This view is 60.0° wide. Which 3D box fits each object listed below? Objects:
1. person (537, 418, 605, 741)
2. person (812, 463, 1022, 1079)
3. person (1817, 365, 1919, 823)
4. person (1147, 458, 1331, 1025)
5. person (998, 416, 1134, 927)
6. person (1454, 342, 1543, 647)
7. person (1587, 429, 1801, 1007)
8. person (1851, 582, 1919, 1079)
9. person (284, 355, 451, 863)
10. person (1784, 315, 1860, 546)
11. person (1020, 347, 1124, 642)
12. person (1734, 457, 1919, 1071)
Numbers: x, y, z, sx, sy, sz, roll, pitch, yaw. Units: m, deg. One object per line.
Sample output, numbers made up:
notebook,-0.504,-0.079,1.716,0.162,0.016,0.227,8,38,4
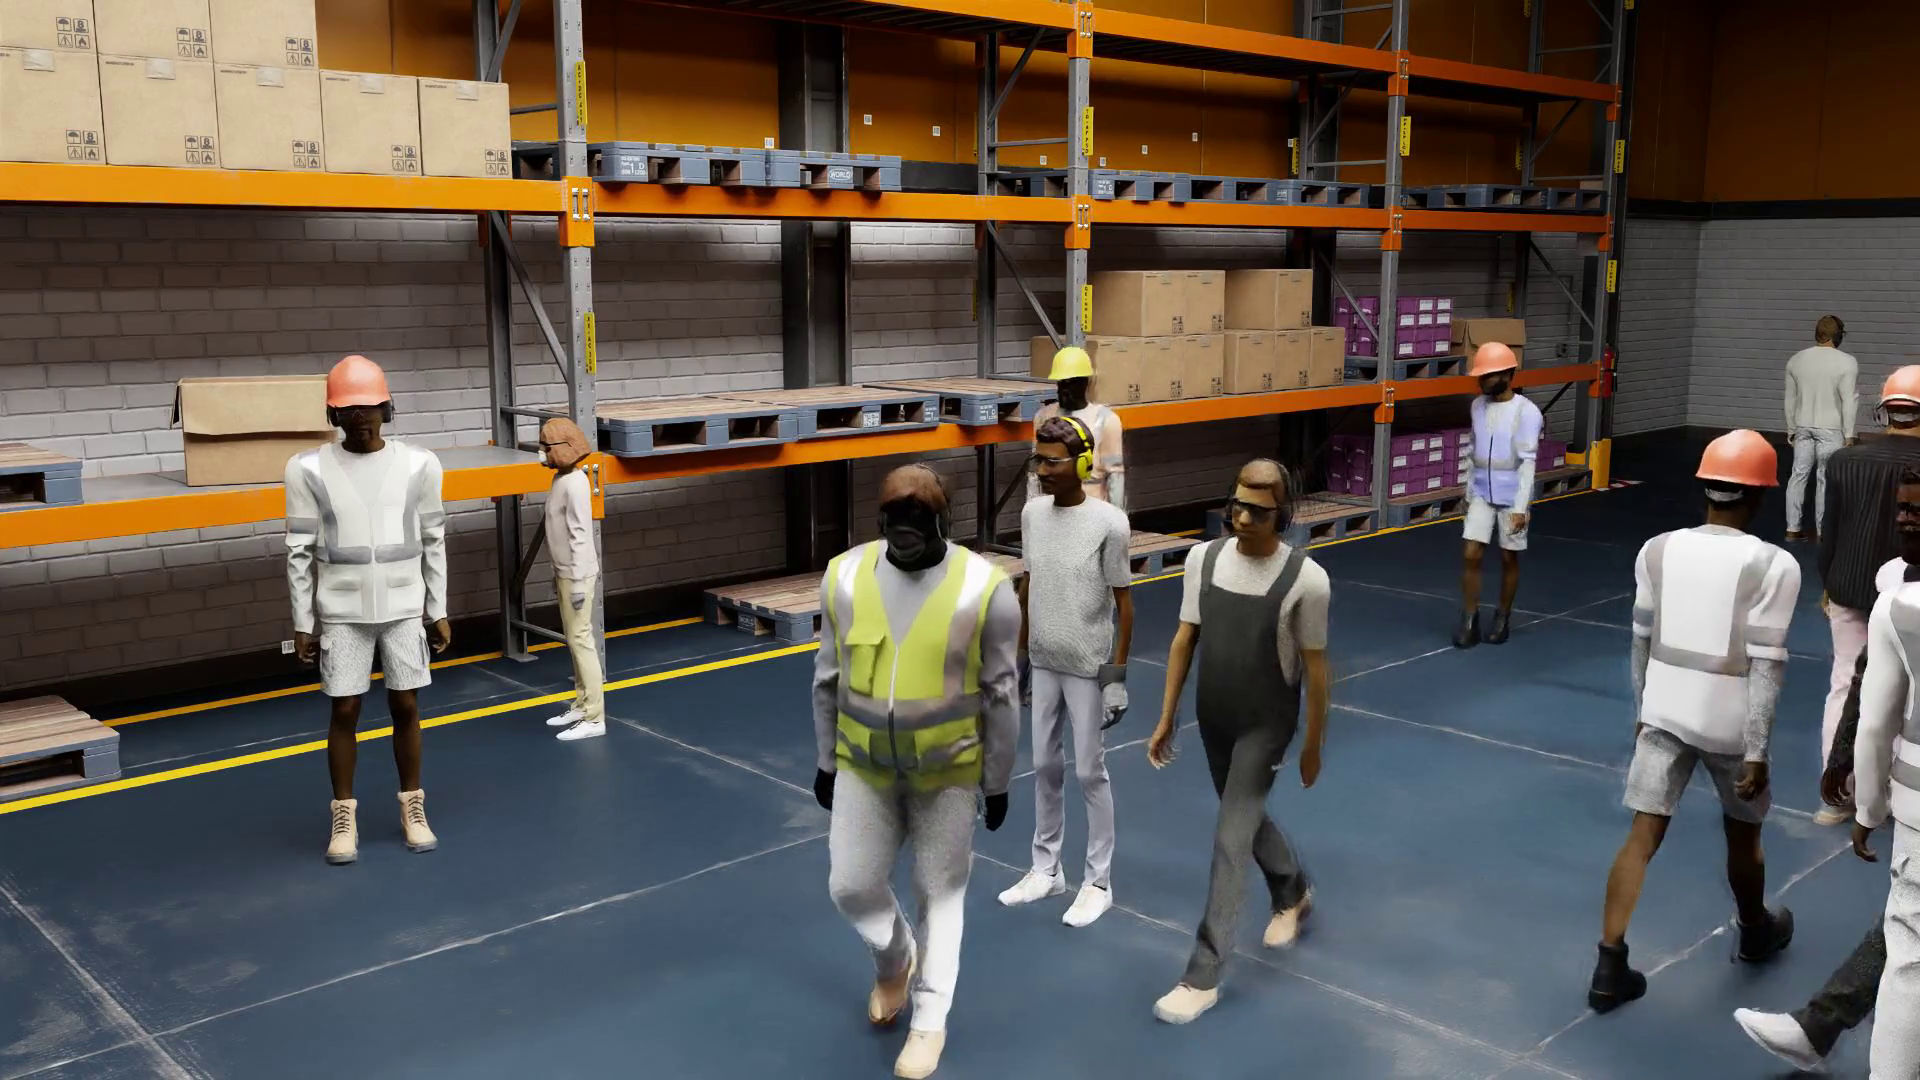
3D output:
person,-1.975,0.192,8.430,0.275,1.629,0.500,-4,10,-21
person,-0.140,0.678,4.973,0.648,1.833,0.435,2,10,14
person,4.006,0.238,7.161,0.707,1.970,0.625,-9,13,-42
person,0.973,0.606,5.526,0.524,1.806,0.981,9,13,44
person,0.392,0.475,6.080,0.535,1.863,0.309,9,13,42
person,3.309,-0.261,10.256,0.694,1.895,0.539,-9,13,-44
person,2.454,0.575,5.480,1.044,1.872,0.554,-8,13,-39
person,2.691,0.749,4.410,0.584,1.884,0.348,7,12,34
person,-2.363,0.281,6.689,0.614,2.040,0.391,-4,11,-24
person,7.257,-0.921,14.034,0.370,1.940,0.630,-6,11,-31
person,0.638,-0.163,9.674,0.594,1.912,0.411,9,13,43
person,2.806,0.674,4.899,1.018,1.864,0.602,0,10,-2
